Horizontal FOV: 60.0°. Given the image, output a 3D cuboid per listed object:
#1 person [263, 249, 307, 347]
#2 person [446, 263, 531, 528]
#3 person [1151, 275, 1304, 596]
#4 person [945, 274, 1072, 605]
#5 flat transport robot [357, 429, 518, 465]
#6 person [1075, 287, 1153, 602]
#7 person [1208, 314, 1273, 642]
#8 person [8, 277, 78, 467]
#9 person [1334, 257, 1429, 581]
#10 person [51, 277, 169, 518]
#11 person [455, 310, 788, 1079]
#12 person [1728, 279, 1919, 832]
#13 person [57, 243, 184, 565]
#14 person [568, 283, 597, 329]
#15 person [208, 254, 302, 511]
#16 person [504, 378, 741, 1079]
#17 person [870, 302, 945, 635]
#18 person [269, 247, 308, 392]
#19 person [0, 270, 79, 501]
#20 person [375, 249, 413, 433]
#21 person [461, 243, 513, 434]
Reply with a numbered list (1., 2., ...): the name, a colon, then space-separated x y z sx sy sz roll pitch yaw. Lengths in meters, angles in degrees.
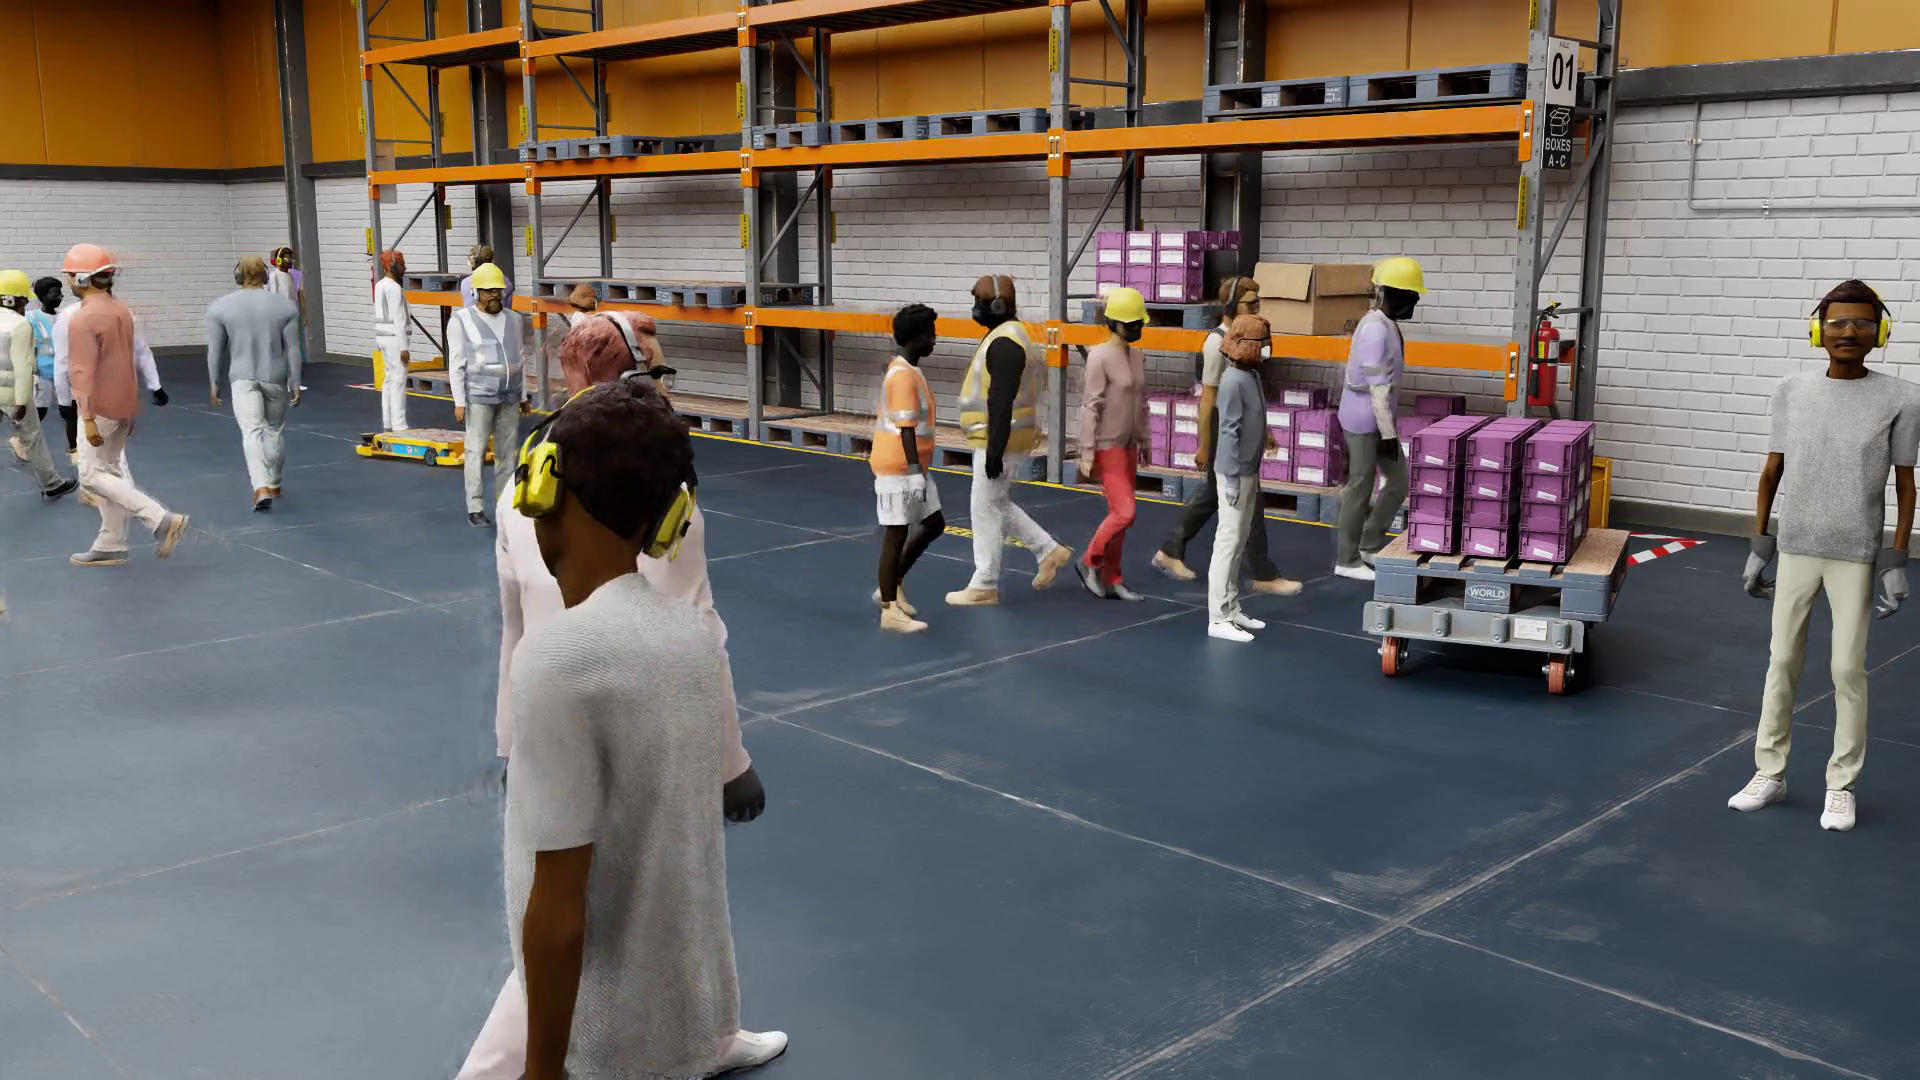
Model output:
1. person: -9.519 -3.172 23.418 0.591 1.827 0.451 -7 12 -33
2. person: -3.257 -1.005 11.596 0.404 1.830 0.601 9 14 41
3. person: 1.514 -0.607 9.504 0.925 1.807 0.504 5 11 24
4. person: 0.259 -0.535 9.083 0.602 1.818 0.633 0 10 1
5. flat transport robot: -4.734 -0.853 15.023 1.431 0.197 0.652 7 13 34
6. person: 0.871 -0.496 9.039 0.390 1.740 0.609 7 12 33
7. person: 1.418 -0.319 8.393 0.264 1.632 0.507 4 11 22
8. person: -7.977 -1.456 14.476 0.733 1.673 0.535 4 11 23
9. person: 2.441 -0.684 9.665 0.525 1.897 0.587 5 12 26
10. person: -6.228 -1.072 12.105 0.988 1.796 0.618 4 11 23
11. person: -0.794 0.441 3.614 0.966 1.870 0.630 -8 13 -36
12. person: 2.970 0.056 5.706 0.531 1.872 0.322 9 14 41
13. person: -5.118 -0.799 10.085 0.693 1.975 0.620 0 10 1
14. person: -3.409 -1.537 15.157 0.829 1.591 0.508 -2 11 -10
15. person: -5.242 -1.181 12.424 0.642 1.894 1.029 -5 12 -26
16. person: -0.429 0.713 2.277 0.375 1.821 0.649 1 10 8
17. person: -0.268 -0.356 8.442 0.372 1.682 0.561 2 11 10
18. person: -8.758 -2.862 21.634 0.310 1.864 0.533 1 10 7
19. person: -7.026 -1.103 12.308 0.606 1.762 0.964 2 11 12
20. person: -5.618 -1.940 16.548 0.339 1.882 0.583 -7 13 -34
21. person: -4.694 -1.958 16.500 0.363 1.939 0.636 6 12 28
